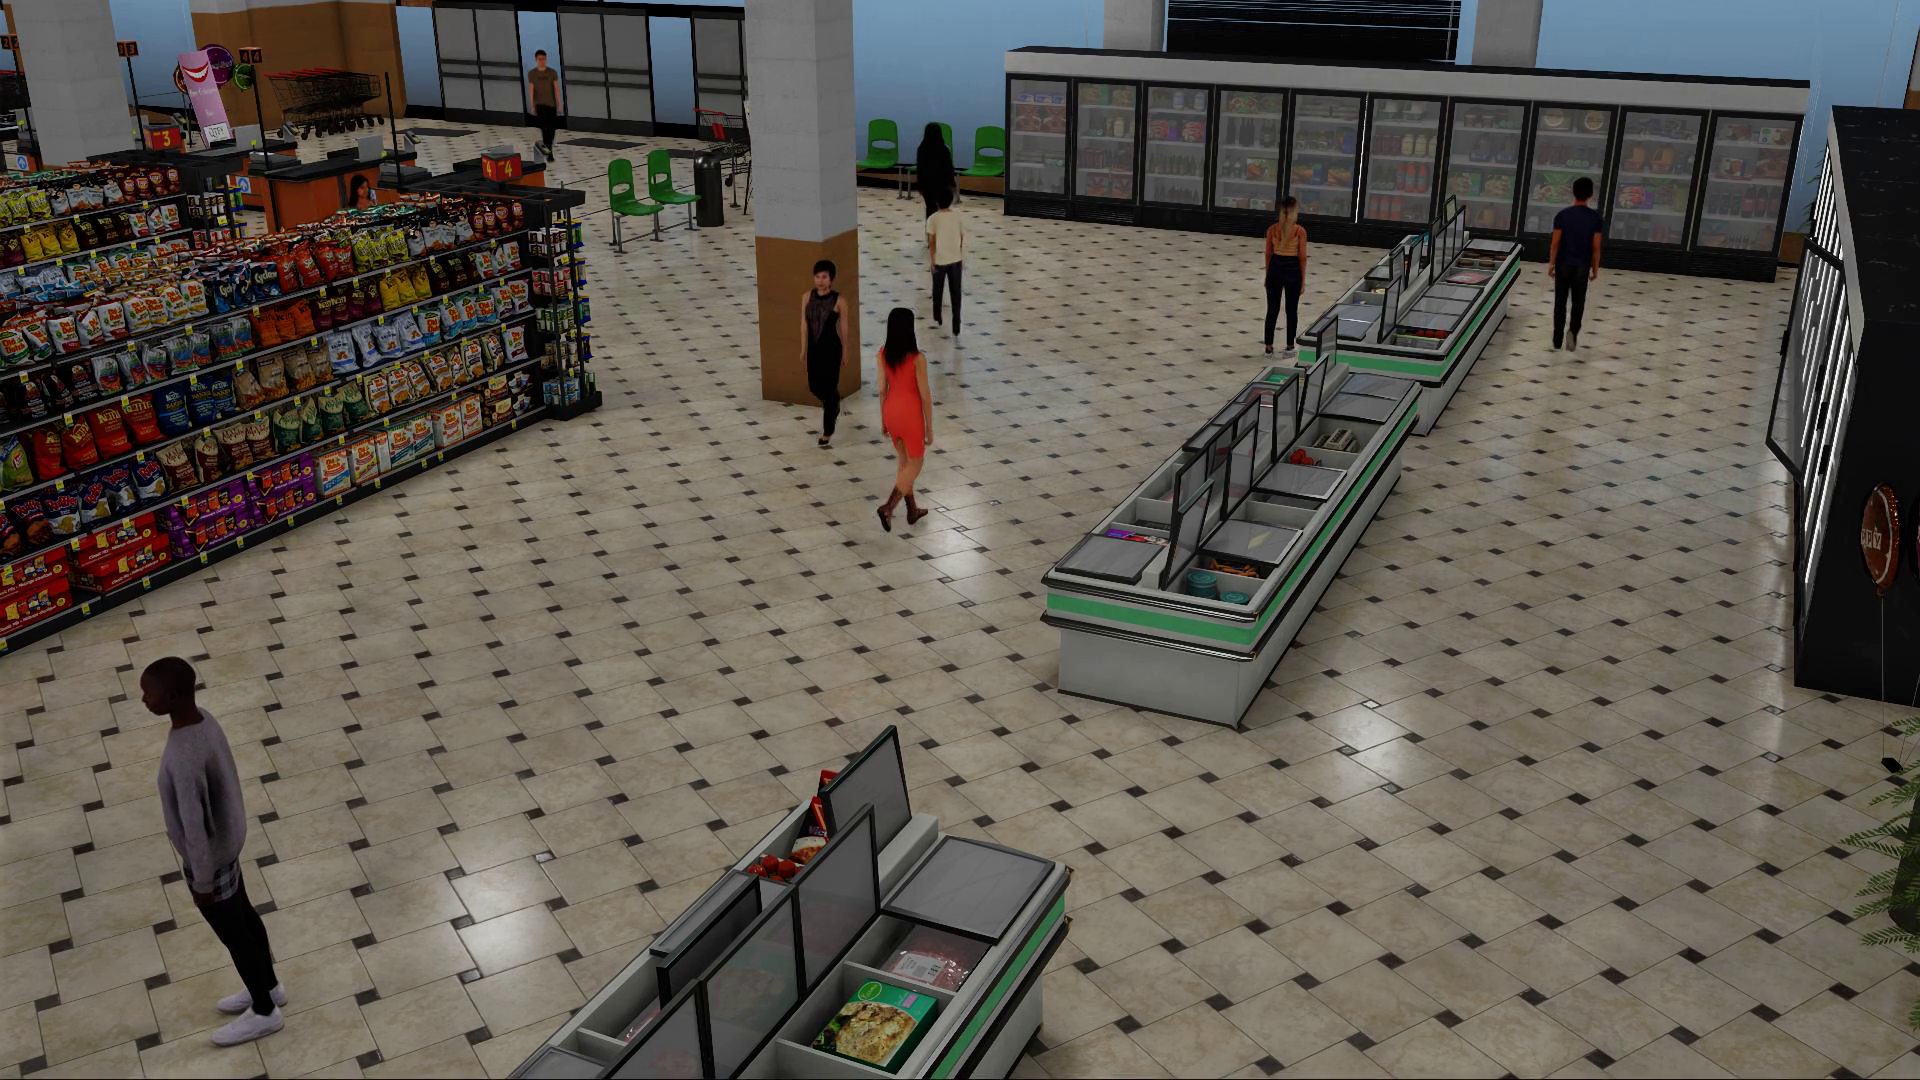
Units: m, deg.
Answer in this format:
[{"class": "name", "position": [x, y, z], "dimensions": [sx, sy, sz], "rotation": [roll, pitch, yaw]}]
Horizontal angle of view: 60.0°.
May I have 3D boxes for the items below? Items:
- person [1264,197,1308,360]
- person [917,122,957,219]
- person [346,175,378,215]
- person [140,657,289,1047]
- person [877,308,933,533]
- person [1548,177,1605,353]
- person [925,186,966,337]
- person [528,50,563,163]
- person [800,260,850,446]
[{"class": "person", "position": [3.266, -2.656, 16.851], "dimensions": [0.608, 1.627, 0.745], "rotation": [9, 24, 22]}, {"class": "person", "position": [-0.339, -4.634, 21.802], "dimensions": [0.629, 1.607, 0.796], "rotation": [9, 24, 22]}, {"class": "person", "position": [-6.482, -3.147, 18.066], "dimensions": [0.758, 1.634, 0.629], "rotation": [13, 25, 30]}, {"class": "person", "position": [-3.072, 1.273, 6.886], "dimensions": [0.751, 1.767, 0.686], "rotation": [-7, 23, -17]}, {"class": "person", "position": [-0.446, -0.847, 12.251], "dimensions": [0.636, 1.701, 0.987], "rotation": [12, 25, 27]}, {"class": "person", "position": [6.237, -2.763, 16.922], "dimensions": [0.715, 1.773, 1.015], "rotation": [7, 23, 16]}, {"class": "person", "position": [-0.116, -2.902, 17.580], "dimensions": [0.973, 1.541, 1.103], "rotation": [-4, 22, -11]}, {"class": "person", "position": [-7.086, -7.414, 28.433], "dimensions": [1.199, 1.822, 1.238], "rotation": [-9, 23, -21]}, {"class": "person", "position": [-1.142, -1.641, 14.392], "dimensions": [0.600, 1.579, 0.869], "rotation": [8, 23, 19]}]
